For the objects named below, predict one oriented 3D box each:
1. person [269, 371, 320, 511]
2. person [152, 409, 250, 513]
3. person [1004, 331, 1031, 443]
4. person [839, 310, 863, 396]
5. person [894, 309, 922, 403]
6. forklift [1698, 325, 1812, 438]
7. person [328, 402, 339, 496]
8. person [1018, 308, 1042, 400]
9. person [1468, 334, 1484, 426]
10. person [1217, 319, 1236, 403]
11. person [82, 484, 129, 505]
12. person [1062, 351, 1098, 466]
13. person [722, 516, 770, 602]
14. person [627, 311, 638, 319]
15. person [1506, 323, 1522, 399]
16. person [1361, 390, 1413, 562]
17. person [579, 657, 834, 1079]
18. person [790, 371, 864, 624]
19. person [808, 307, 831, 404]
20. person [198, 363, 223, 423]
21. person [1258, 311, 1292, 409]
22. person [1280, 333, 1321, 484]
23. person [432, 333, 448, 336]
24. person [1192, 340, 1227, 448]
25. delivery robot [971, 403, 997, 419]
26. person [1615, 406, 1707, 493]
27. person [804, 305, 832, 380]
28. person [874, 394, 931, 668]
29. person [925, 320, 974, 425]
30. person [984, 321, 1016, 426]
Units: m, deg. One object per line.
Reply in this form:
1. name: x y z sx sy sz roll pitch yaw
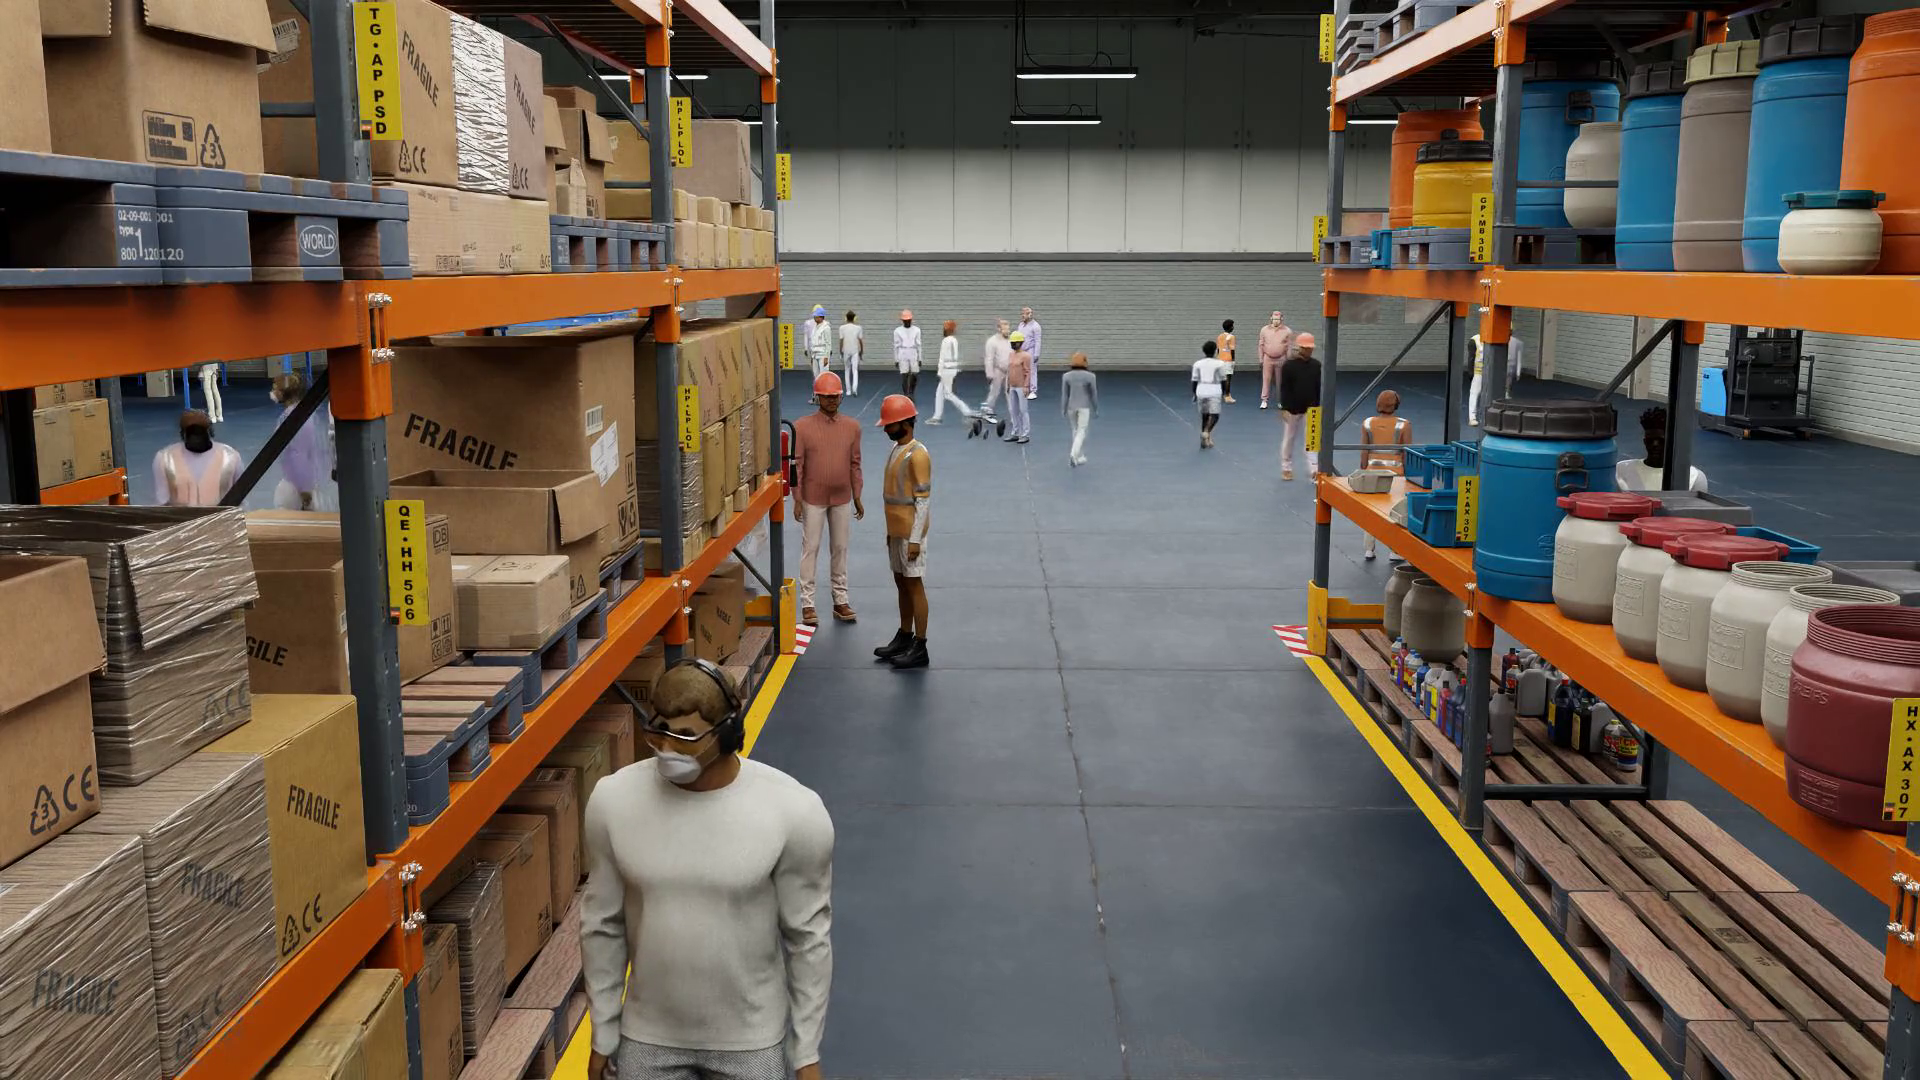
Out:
1. person: -5.702 -0.527 14.576 0.852 1.917 0.623 -2 10 -11
2. person: -5.453 -0.052 12.013 0.631 1.823 0.631 -3 10 -20
3. person: 0.908 -2.430 26.429 0.330 1.765 0.533 -7 12 -37
4. person: -2.328 -3.991 35.582 0.524 1.844 0.843 -1 10 -6
5. person: -1.039 -3.659 33.330 0.572 1.913 0.418 -2 10 -10
6. forklift: 13.248 -3.165 27.620 1.129 2.768 1.873 0 9 1
7. person: -5.716 -0.725 15.720 0.547 1.929 0.385 2 10 11
8. person: 1.403 -3.905 34.832 0.402 1.911 0.639 -8 12 -39
9. person: 9.220 -2.930 29.217 0.626 1.835 0.430 -2 10 -14
10. person: 5.435 -3.646 33.911 0.319 1.695 0.538 -5 11 -26
11. person: -6.998 -0.308 13.366 0.616 1.886 0.881 -7 12 -37
12. person: 1.660 -1.848 23.401 0.500 1.605 0.776 4 10 24
13. person: -1.815 -0.366 13.760 0.621 1.863 0.582 9 13 42
14. person: -6.373 -3.569 32.844 0.630 1.914 0.904 9 13 44
15. person: 9.960 -3.097 30.315 0.589 1.806 0.803 -1 10 -9
16. person: 4.079 -0.614 15.929 0.511 1.639 0.308 7 12 34
17. person: -0.619 1.219 4.064 0.627 1.935 0.371 1 10 7
18. person: -1.052 -0.340 13.215 0.608 1.996 0.379 -4 10 -25
19. person: -2.816 -3.703 33.494 0.384 1.951 0.605 -7 12 -38
20. person: -13.441 -3.027 29.722 0.313 1.865 0.514 1 10 6
21. person: 6.152 -3.515 32.513 0.641 1.905 0.410 2 10 10
22. person: 4.448 -1.705 21.567 0.615 1.934 1.069 -1 10 -6
23. person: -7.583 -2.127 24.357 0.656 1.847 1.017 5 11 29
24. person: 3.787 -2.219 25.411 0.536 1.677 0.708 6 11 30
25. delivery robot: 0.403 -2.132 27.325 0.335 0.223 0.698 4 10 21
26. person: 4.309 0.144 10.403 0.601 1.967 0.369 5 11 25
27. person: -3.204 -4.386 37.802 0.616 1.876 0.970 1 10 4
28. person: -0.408 -0.070 11.805 0.372 1.928 0.543 -4 10 -22
29. person: -0.184 -2.931 29.176 0.833 1.851 0.595 2 10 12
30. person: 0.735 -2.951 29.334 0.681 1.845 0.971 -5 11 -29
